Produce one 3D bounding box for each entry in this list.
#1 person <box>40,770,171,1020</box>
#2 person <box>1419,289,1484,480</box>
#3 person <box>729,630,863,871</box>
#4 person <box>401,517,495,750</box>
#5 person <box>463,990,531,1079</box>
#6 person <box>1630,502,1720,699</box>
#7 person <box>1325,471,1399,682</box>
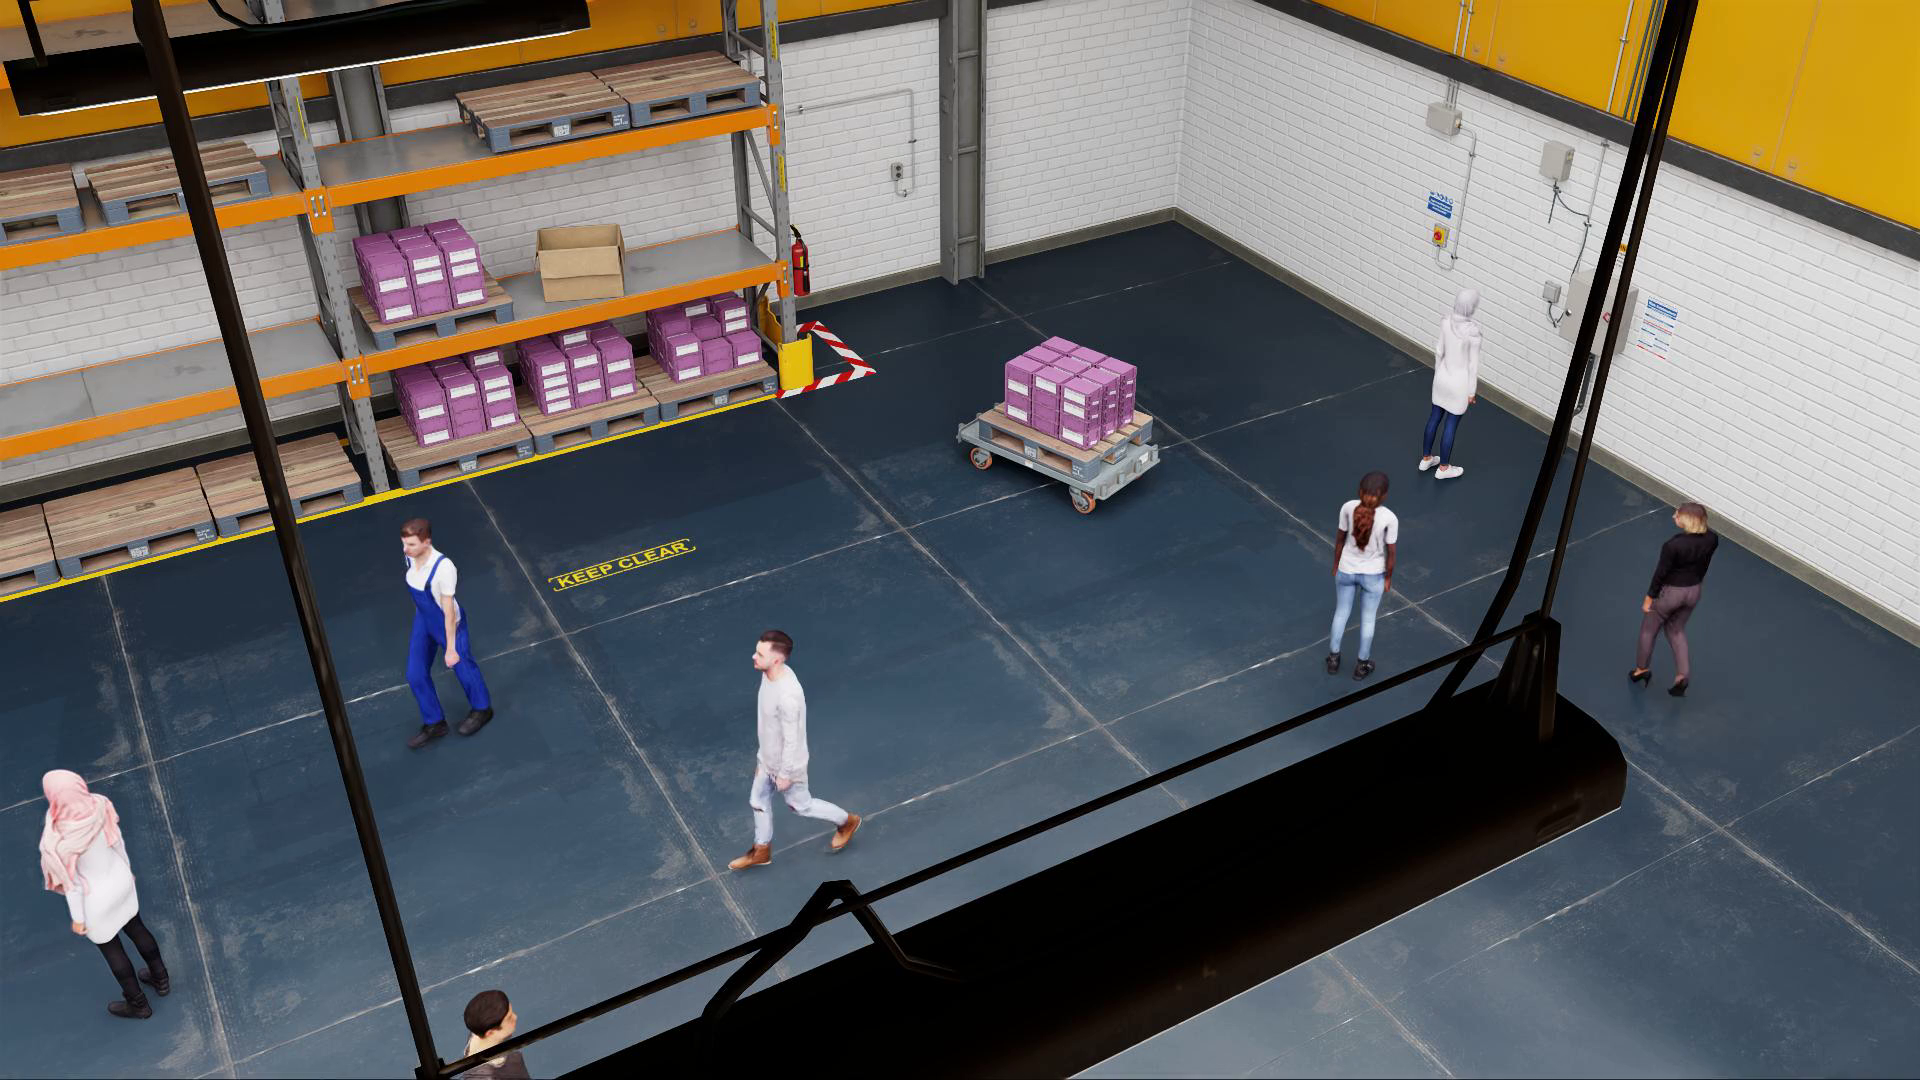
[{"bbox_3d":[-4.843,1.995,9.406,0.796,1.804,0.729,10,35,15],"label":"person"},{"bbox_3d":[4.289,-1.366,14.488,0.516,1.776,0.611,-19,38,-26],"label":"person"},{"bbox_3d":[-1.021,1.329,10.402,1.132,1.810,0.728,-16,37,-22],"label":"person"},{"bbox_3d":[-3.517,0.567,11.532,0.861,1.829,0.998,20,38,27],"label":"person"},{"bbox_3d":[-2.246,2.859,8.187,0.691,1.714,0.696,-5,34,-8],"label":"person"},{"bbox_3d":[5.116,0.461,11.852,0.702,1.650,0.763,-6,34,-8],"label":"person"},{"bbox_3d":[2.919,0.246,12.113,0.663,1.719,0.679,16,37,23],"label":"person"}]
